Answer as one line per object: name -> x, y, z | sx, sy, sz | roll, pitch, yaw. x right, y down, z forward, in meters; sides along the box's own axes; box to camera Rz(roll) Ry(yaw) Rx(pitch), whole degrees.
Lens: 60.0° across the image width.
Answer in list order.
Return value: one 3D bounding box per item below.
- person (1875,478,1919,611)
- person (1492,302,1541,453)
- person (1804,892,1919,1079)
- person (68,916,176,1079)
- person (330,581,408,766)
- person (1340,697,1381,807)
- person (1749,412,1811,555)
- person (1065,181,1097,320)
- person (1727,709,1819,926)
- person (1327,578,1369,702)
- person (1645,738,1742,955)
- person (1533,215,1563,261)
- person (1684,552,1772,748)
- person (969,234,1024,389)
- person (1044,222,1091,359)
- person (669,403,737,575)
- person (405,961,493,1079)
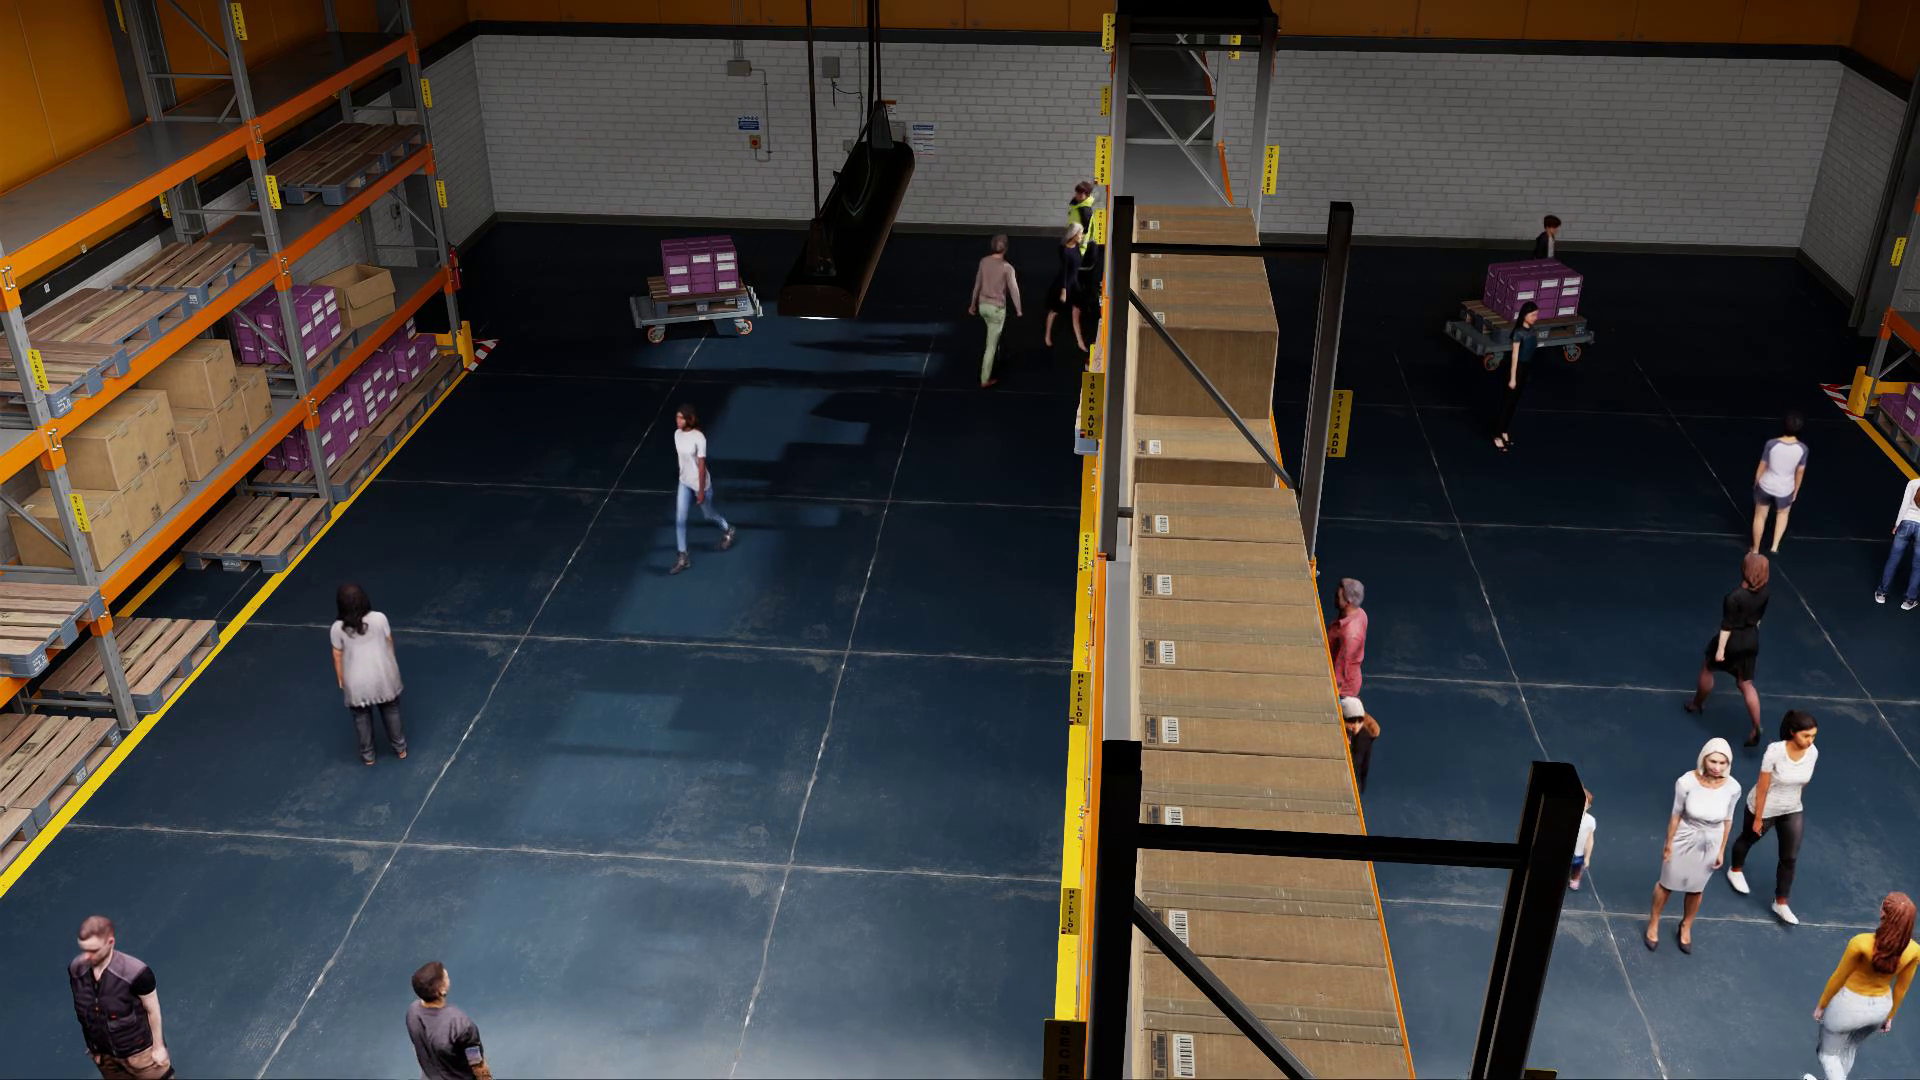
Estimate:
person -> 8.894, -0.099, 15.488 | 0.618, 1.557, 0.653 | 20, 35, 33
person -> 6.184, -1.832, 18.480 | 0.695, 1.734, 0.606 | 22, 35, 34
person -> 5.365, 2.865, 9.866 | 0.611, 1.738, 0.963 | 0, 29, 0
person -> -4.844, 2.899, 9.693 | 0.685, 1.844, 0.590 | 4, 29, 8
person -> -4.725, 1.062, 13.307 | 0.768, 1.608, 0.807 | -13, 31, -22
person -> 2.675, 1.785, 11.997 | 0.741, 1.594, 1.067 | -1, 29, -3
person -> 7.976, -0.505, 16.234 | 0.616, 1.557, 0.636 | 9, 30, 17
person -> 1.618, -3.816, 21.917 | 0.988, 1.927, 0.767 | 0, 29, 0
person -> 5.736, 1.857, 11.837 | 0.656, 1.619, 0.914 | -1, 29, -3
person -> 2.984, 1.118, 12.972 | 0.795, 1.830, 0.579 | 9, 30, 17
person -> 4.993, 2.066, 11.322 | 0.561, 1.748, 0.510 | 3, 29, 6
person -> 7.670, -3.614, 22.071 | 0.948, 1.424, 0.944 | 24, 36, 36
person -> 6.377, 0.911, 13.521 | 0.877, 1.668, 1.148 | -9, 30, -16
person -> 0.341, -2.723, 20.008 | 1.089, 1.836, 1.229 | 20, 35, 32
person -> 1.284, -3.161, 20.949 | 1.082, 1.703, 1.119 | 21, 35, 34
person -> -2.508, -0.539, 16.161 | 0.951, 1.686, 1.183 | 18, 33, 30
person -> -2.889, 3.149, 9.341 | 0.925, 1.742, 1.156 | 15, 32, 26
